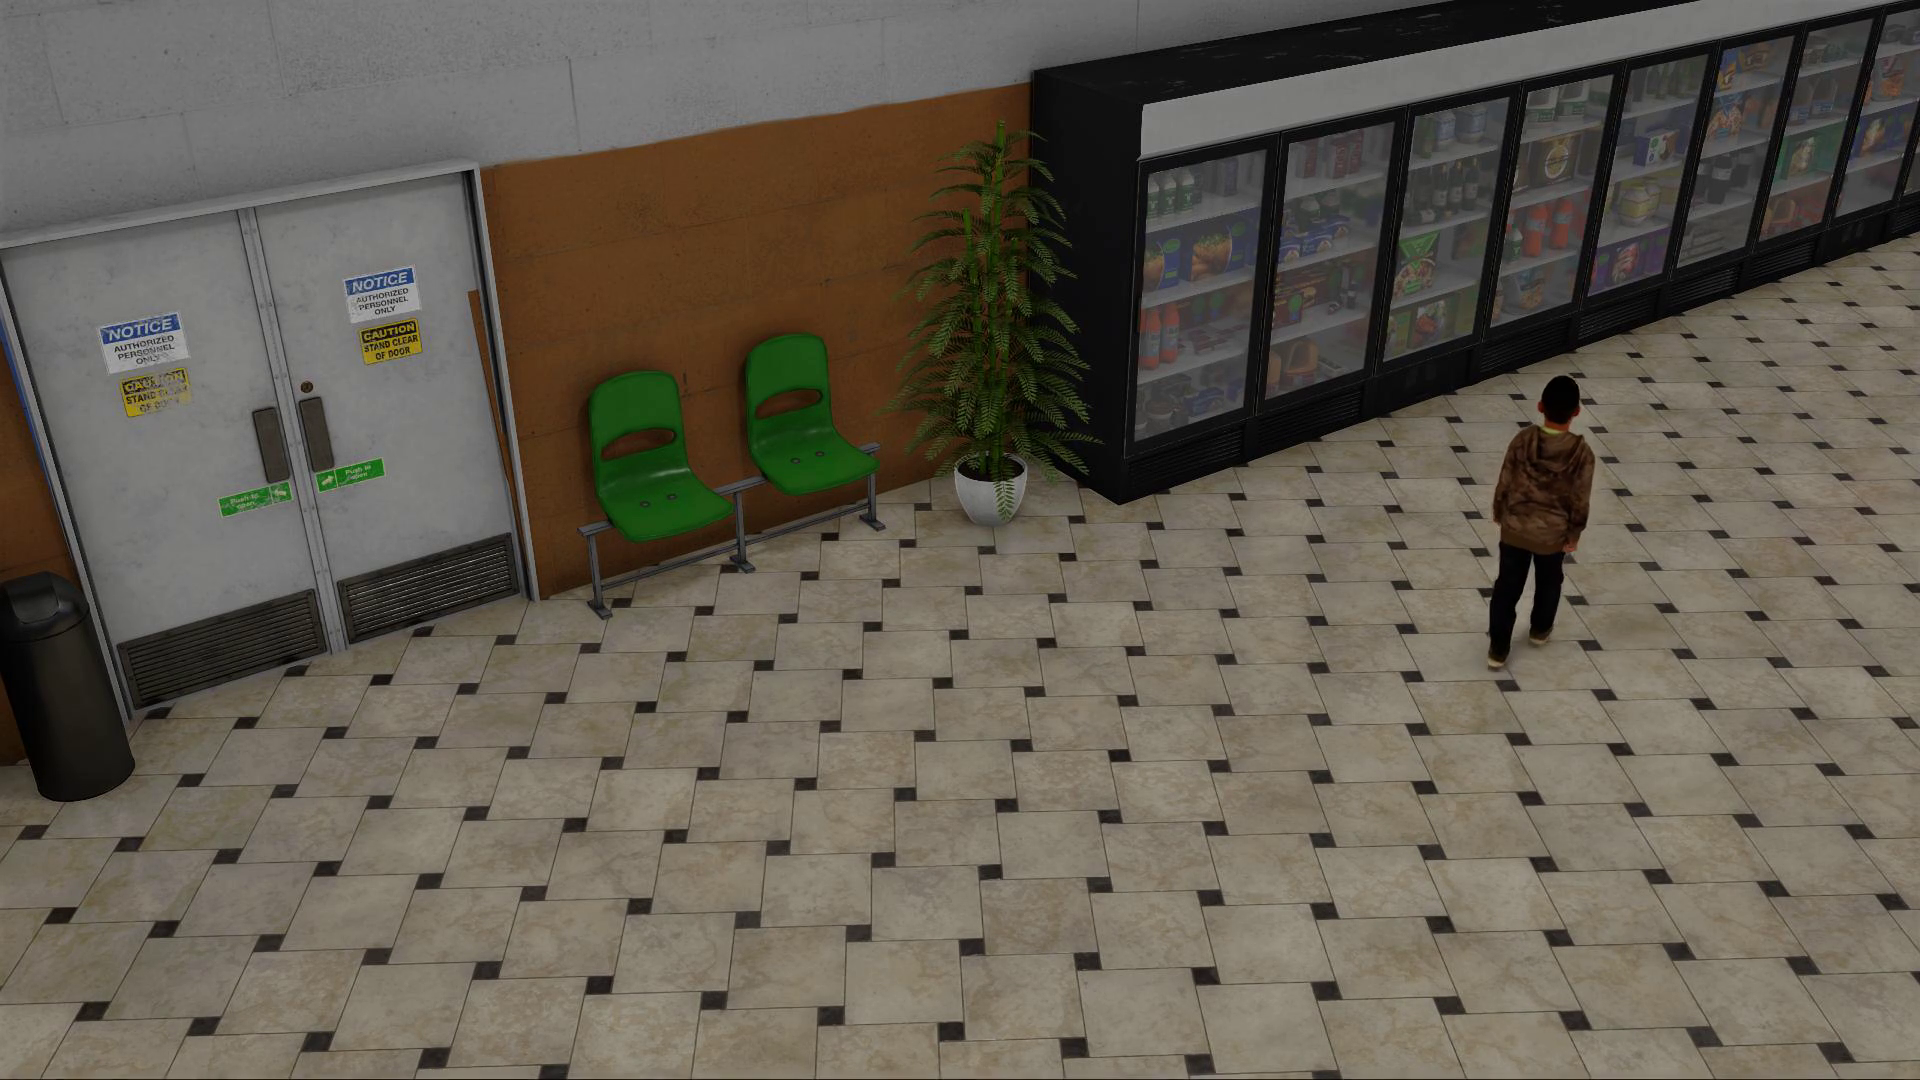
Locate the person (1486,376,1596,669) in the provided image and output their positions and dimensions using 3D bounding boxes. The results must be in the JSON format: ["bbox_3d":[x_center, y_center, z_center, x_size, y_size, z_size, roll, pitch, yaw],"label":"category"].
[{"bbox_3d":[2.679,-0.041,7.758,0.818,1.438,0.847,11,31,19],"label":"person"}]
